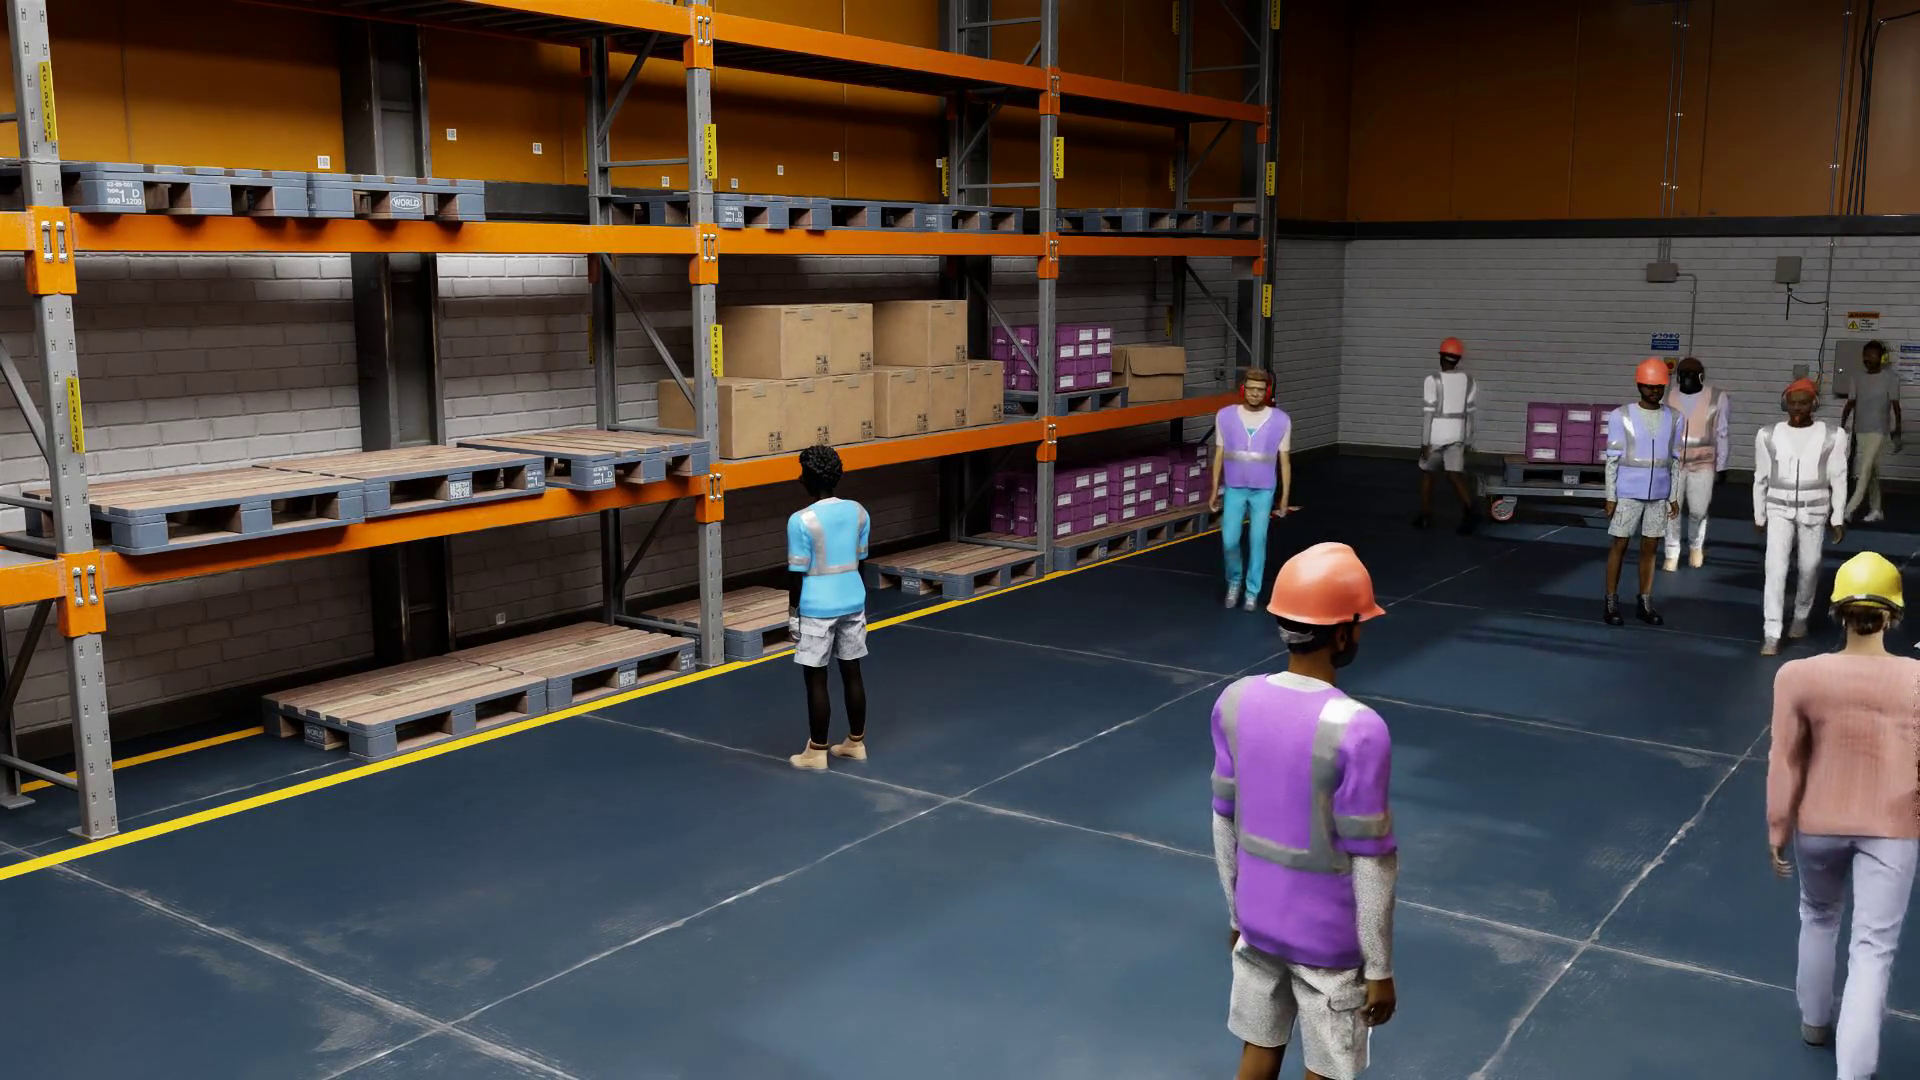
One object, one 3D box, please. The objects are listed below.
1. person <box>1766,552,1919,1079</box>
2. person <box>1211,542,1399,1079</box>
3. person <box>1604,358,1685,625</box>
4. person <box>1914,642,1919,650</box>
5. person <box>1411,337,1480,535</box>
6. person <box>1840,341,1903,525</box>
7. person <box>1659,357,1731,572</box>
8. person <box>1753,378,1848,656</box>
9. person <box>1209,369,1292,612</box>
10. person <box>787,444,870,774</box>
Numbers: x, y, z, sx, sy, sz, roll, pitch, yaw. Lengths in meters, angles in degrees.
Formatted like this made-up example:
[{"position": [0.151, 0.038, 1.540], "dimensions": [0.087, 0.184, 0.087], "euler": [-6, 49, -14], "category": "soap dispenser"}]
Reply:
[{"position": [2.801, 0.902, 5.208], "dimensions": [0.527, 1.724, 0.901], "euler": [6, 11, 33], "category": "person"}, {"position": [0.879, 0.966, 4.187], "dimensions": [0.363, 1.939, 0.542], "euler": [-7, 12, -37], "category": "person"}, {"position": [4.929, -0.342, 11.982], "dimensions": [0.547, 1.938, 0.379], "euler": [0, 10, 0], "category": "person"}, {"position": [6.709, -0.044, 11.092], "dimensions": [0.515, 1.640, 0.315], "euler": [9, 13, 44], "category": "person"}, {"position": [4.713, -0.995, 16.012], "dimensions": [0.559, 1.904, 0.864], "euler": [-2, 10, -13], "category": "person"}, {"position": [8.998, -1.058, 16.561], "dimensions": [0.961, 1.824, 0.558], "euler": [-5, 11, -29], "category": "person"}, {"position": [6.131, -0.633, 14.050], "dimensions": [0.648, 1.824, 0.451], "euler": [6, 11, 31], "category": "person"}, {"position": [5.694, -0.180, 11.306], "dimensions": [0.582, 1.851, 0.946], "euler": [5, 11, 29], "category": "person"}, {"position": [2.161, -0.360, 12.409], "dimensions": [0.612, 1.823, 0.475], "euler": [3, 10, 15], "category": "person"}, {"position": [-0.680, 0.356, 8.563], "dimensions": [0.320, 1.694, 0.534], "euler": [9, 13, 43], "category": "person"}]
